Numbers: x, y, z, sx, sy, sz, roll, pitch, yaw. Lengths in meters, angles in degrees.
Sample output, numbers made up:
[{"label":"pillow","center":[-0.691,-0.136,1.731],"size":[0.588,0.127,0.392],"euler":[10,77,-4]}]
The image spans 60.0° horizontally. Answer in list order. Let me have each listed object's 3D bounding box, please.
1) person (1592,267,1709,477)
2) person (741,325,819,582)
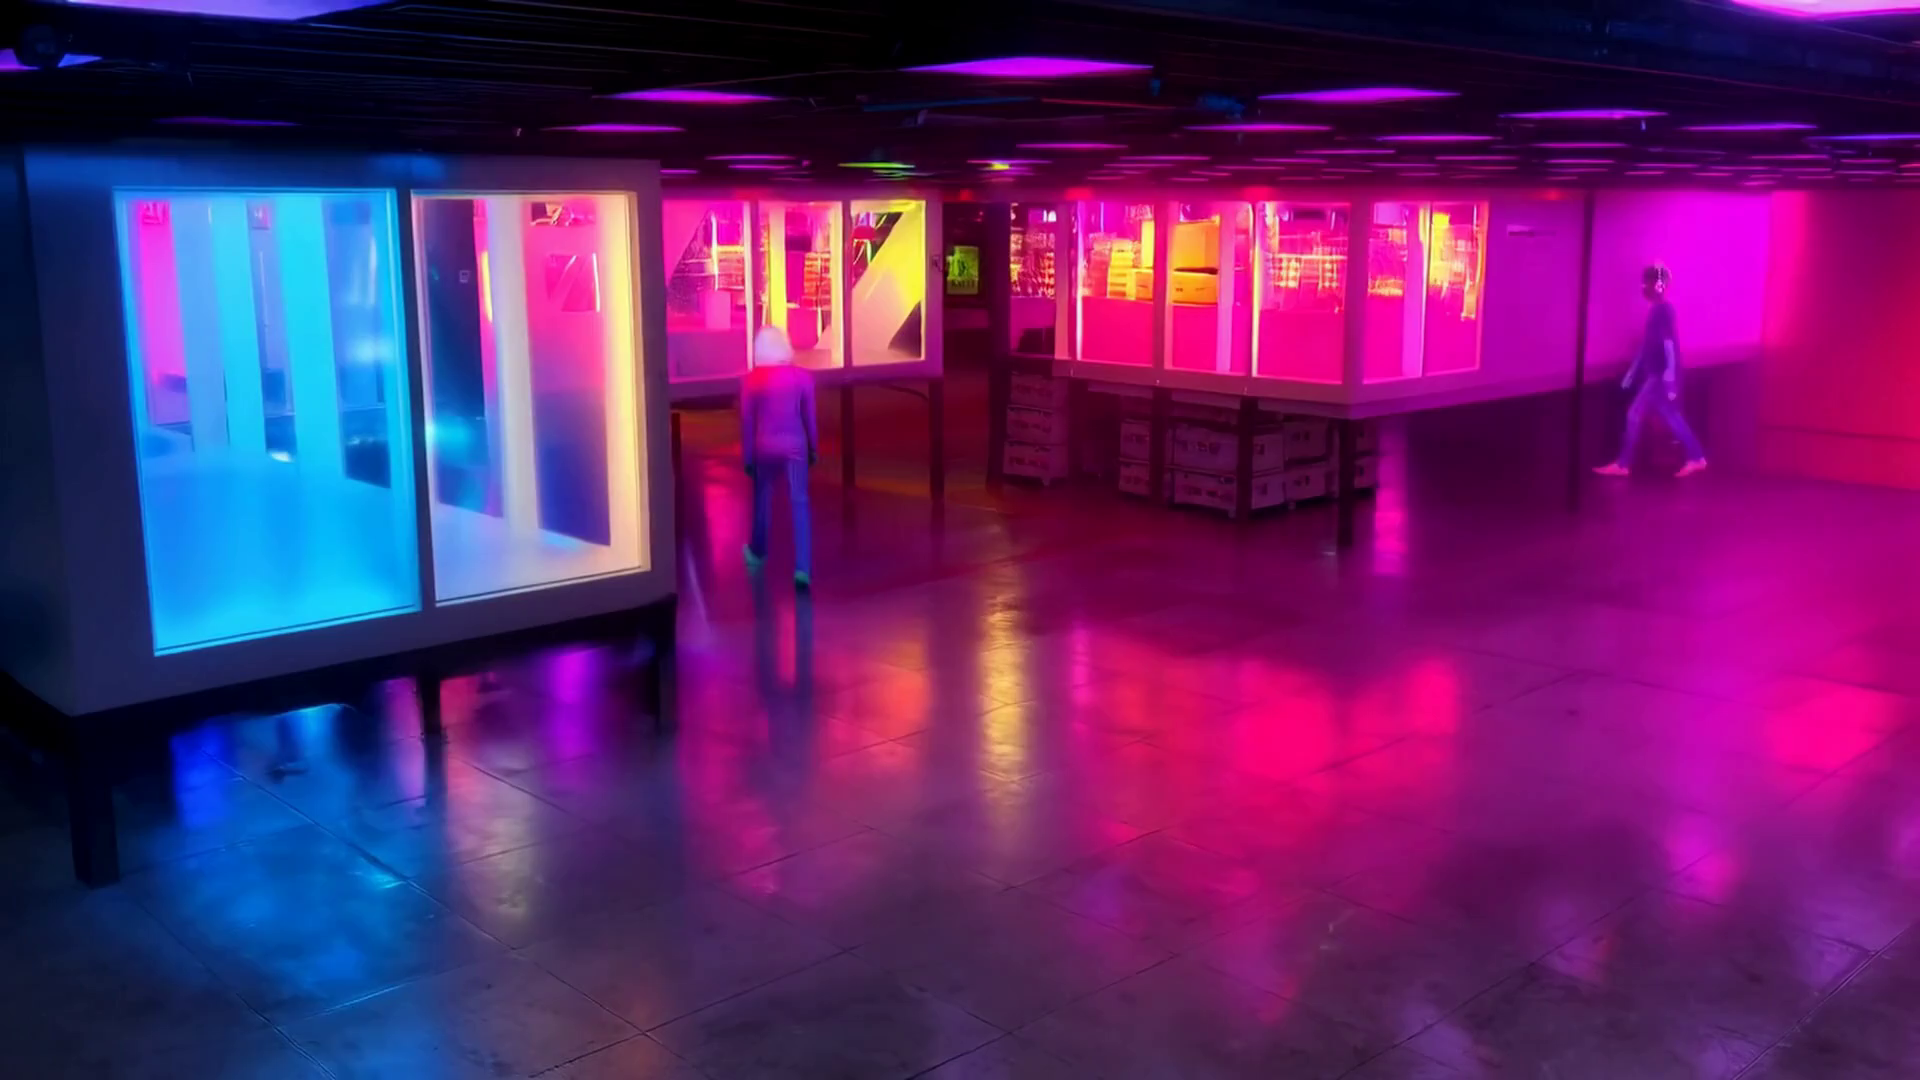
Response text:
[{"label":"person","center":[6.072,-1.440,14.399],"size":[0.940,1.834,0.503],"euler":[3,12,16]},{"label":"person","center":[-1.160,-0.562,10.564],"size":[0.536,1.586,0.845],"euler":[-5,12,-23]}]
